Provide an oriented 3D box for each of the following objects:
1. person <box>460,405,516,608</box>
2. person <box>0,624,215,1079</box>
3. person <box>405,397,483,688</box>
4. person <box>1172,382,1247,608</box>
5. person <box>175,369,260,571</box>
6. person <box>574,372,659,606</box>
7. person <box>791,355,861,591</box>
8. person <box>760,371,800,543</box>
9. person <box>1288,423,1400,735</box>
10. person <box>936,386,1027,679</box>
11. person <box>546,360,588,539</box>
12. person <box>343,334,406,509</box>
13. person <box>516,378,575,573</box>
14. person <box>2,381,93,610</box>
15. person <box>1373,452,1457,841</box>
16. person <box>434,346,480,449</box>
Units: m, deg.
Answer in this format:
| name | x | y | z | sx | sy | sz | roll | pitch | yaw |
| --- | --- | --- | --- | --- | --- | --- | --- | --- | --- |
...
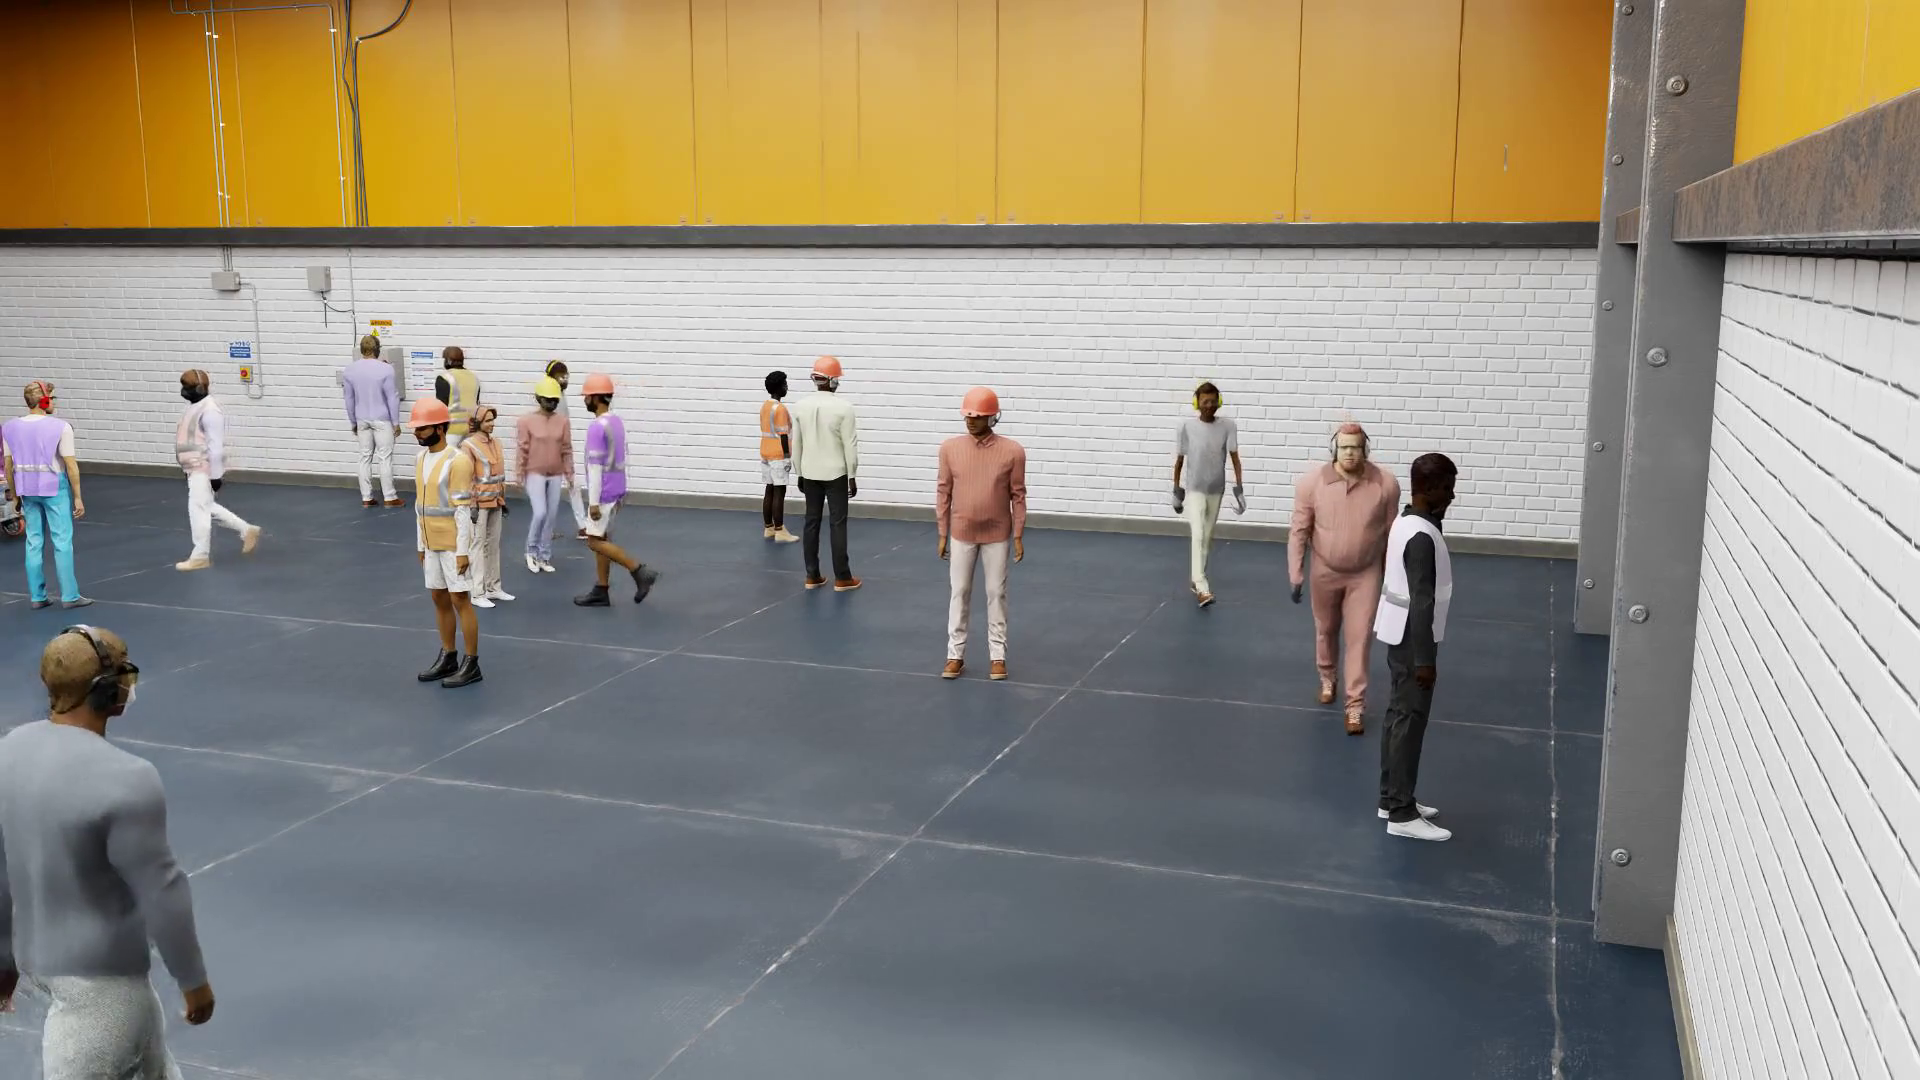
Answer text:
| name | x | y | z | sx | sy | sz | roll | pitch | yaw |
| --- | --- | --- | --- | --- | --- | --- | --- | --- | --- |
| person | -3.857 | -0.278 | 13.516 | 0.307 | 1.641 | 0.514 | 3 | 10 | 16 |
| person | -2.375 | 1.159 | 4.707 | 0.655 | 1.883 | 1.033 | 6 | 12 | 31 |
| person | -3.447 | 0.017 | 11.043 | 0.542 | 1.933 | 0.383 | 8 | 13 | 37 |
| person | 2.033 | -0.373 | 13.563 | 0.522 | 1.816 | 0.959 | -2 | 10 | -9 |
| person | -6.815 | -0.656 | 15.143 | 0.720 | 1.818 | 0.634 | -8 | 13 | -36 |
| person | -2.795 | -0.387 | 13.348 | 0.656 | 1.917 | 0.555 | 1 | 10 | 7 |
| person | -1.131 | -0.564 | 14.125 | 0.612 | 1.995 | 0.392 | 5 | 11 | 26 |
| person | -1.799 | -0.819 | 16.403 | 0.318 | 1.697 | 0.534 | -5 | 11 | -28 |
| person | 2.370 | 0.189 | 10.305 | 0.663 | 1.856 | 1.006 | 2 | 10 | 13 |
| person | 0.140 | -0.044 | 11.209 | 0.613 | 1.991 | 0.392 | 1 | 10 | 7 |
| person | -3.895 | -0.869 | 16.357 | 0.796 | 1.811 | 0.599 | 2 | 10 | 13 |
| person | -6.504 | -1.308 | 18.472 | 0.627 | 1.941 | 0.370 | 2 | 10 | 11 |
| person | -3.687 | -0.567 | 14.821 | 0.542 | 1.741 | 0.429 | -10 | 14 | -43 |
| person | -7.327 | -0.345 | 13.314 | 0.575 | 1.841 | 0.374 | 0 | 10 | 2 |
| person | 2.261 | 0.516 | 8.275 | 0.392 | 1.915 | 0.590 | 1 | 10 | 7 |
| person | -5.518 | -1.204 | 18.185 | 0.501 | 1.831 | 0.679 | 4 | 11 | 22 |
